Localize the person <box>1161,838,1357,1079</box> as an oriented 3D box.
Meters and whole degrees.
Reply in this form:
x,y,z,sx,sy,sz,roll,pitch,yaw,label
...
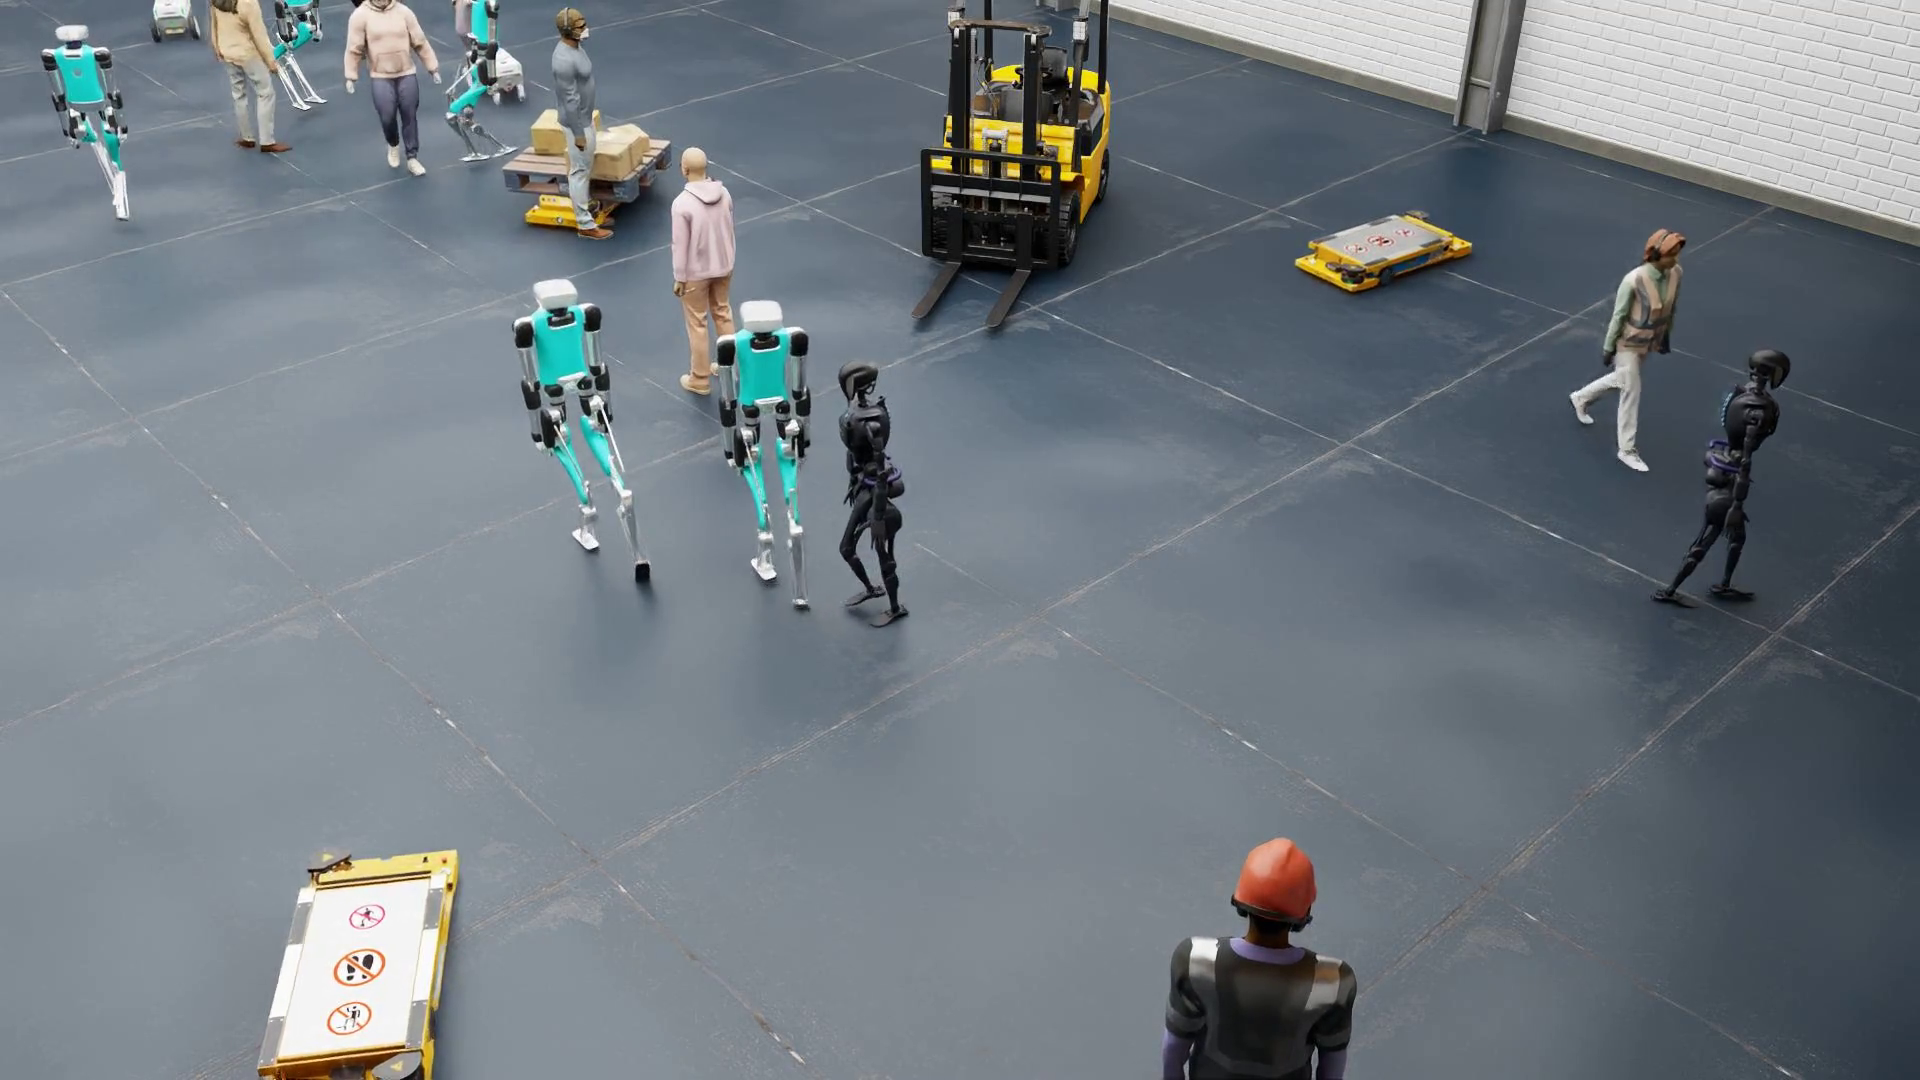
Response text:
x,y,z,sx,sy,sz,roll,pitch,yaw,label
0.995,1.837,5.728,0.613,2.038,0.392,6,33,9,person

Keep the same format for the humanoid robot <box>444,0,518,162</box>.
x,y,z,sx,sy,sz,roll,pitch,yaw,label
-4.596,-4.324,15.488,0.804,1.785,0.541,-18,37,-26,humanoid robot

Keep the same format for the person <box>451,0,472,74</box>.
x,y,z,sx,sy,sz,roll,pitch,yaw,label
-5.149,-5.744,17.653,0.569,1.736,0.444,8,34,12,person

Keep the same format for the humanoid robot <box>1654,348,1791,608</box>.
x,y,z,sx,sy,sz,roll,pitch,yaw,label
4.402,-0.320,9.379,0.606,1.640,0.608,10,34,15,humanoid robot

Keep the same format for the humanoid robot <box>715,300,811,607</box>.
x,y,z,sx,sy,sz,roll,pitch,yaw,label
-1.041,-0.397,9.533,0.550,1.899,0.742,-11,35,-16,humanoid robot

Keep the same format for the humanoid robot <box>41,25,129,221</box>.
x,y,z,sx,sy,sz,roll,pitch,yaw,label
-7.452,-3.617,14.383,0.559,1.738,1.013,-9,34,-13,humanoid robot

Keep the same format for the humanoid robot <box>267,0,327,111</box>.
x,y,z,sx,sy,sz,roll,pitch,yaw,label
-6.760,-5.196,16.691,0.735,1.677,0.533,15,36,22,humanoid robot

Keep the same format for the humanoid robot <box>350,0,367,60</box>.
x,y,z,sx,sy,sz,roll,pitch,yaw,label
-6.683,-6.185,18.386,0.600,1.641,0.397,14,35,20,humanoid robot

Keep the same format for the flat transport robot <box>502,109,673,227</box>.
x,y,z,sx,sy,sz,roll,pitch,yaw,label
-3.335,-3.190,15.076,0.659,0.231,1.431,7,34,11,flat transport robot

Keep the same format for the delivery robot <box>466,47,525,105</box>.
x,y,z,sx,sy,sz,roll,pitch,yaw,label
-4.882,-4.941,17.511,0.499,0.601,0.783,-19,37,-26,delivery robot

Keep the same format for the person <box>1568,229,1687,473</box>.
x,y,z,sx,sy,sz,roll,pitch,yaw,label
4.425,-1.328,10.984,0.521,1.607,0.790,-17,37,-24,person

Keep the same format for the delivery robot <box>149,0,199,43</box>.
x,y,z,sx,sy,sz,roll,pitch,yaw,label
-9.141,-6.139,19.314,0.499,0.560,0.734,-10,34,-15,delivery robot

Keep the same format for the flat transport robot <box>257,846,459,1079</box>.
x,y,z,sx,sy,sz,roll,pitch,yaw,label
-2.603,1.884,7.277,0.659,0.231,1.431,-5,33,-7,flat transport robot

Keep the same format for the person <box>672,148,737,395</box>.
x,y,z,sx,sy,sz,roll,pitch,yaw,label
-1.777,-1.878,11.683,0.415,1.774,0.537,26,41,34,person

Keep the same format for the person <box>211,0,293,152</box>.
x,y,z,sx,sy,sz,roll,pitch,yaw,label
-6.858,-4.624,15.846,0.686,1.849,0.370,13,35,20,person

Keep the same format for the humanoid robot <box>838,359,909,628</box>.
x,y,z,sx,sy,sz,roll,pitch,yaw,label
-0.486,-0.247,9.262,0.351,1.646,0.594,-12,35,-18,humanoid robot

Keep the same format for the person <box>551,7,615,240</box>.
x,y,z,sx,sy,sz,roll,pitch,yaw,label
-3.202,-3.512,14.041,0.371,1.940,0.627,-3,33,-5,person

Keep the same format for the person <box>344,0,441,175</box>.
x,y,z,sx,sy,sz,roll,pitch,yaw,label
-5.230,-4.295,15.315,0.852,1.853,0.467,-16,36,-23,person

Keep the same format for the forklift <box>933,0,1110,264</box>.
x,y,z,sx,sy,sz,roll,pitch,yaw,label
0.570,-3.725,14.138,1.214,2.155,2.313,9,34,13,forklift

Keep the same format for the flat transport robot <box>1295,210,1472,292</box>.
x,y,z,sx,sy,sz,roll,pitch,yaw,label
3.549,-2.415,13.884,1.431,0.231,0.659,-21,38,-29,flat transport robot

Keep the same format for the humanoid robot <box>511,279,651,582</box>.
x,y,z,sx,sy,sz,roll,pitch,yaw,label
-2.130,-0.563,9.707,0.550,1.780,0.956,-22,39,-29,humanoid robot
